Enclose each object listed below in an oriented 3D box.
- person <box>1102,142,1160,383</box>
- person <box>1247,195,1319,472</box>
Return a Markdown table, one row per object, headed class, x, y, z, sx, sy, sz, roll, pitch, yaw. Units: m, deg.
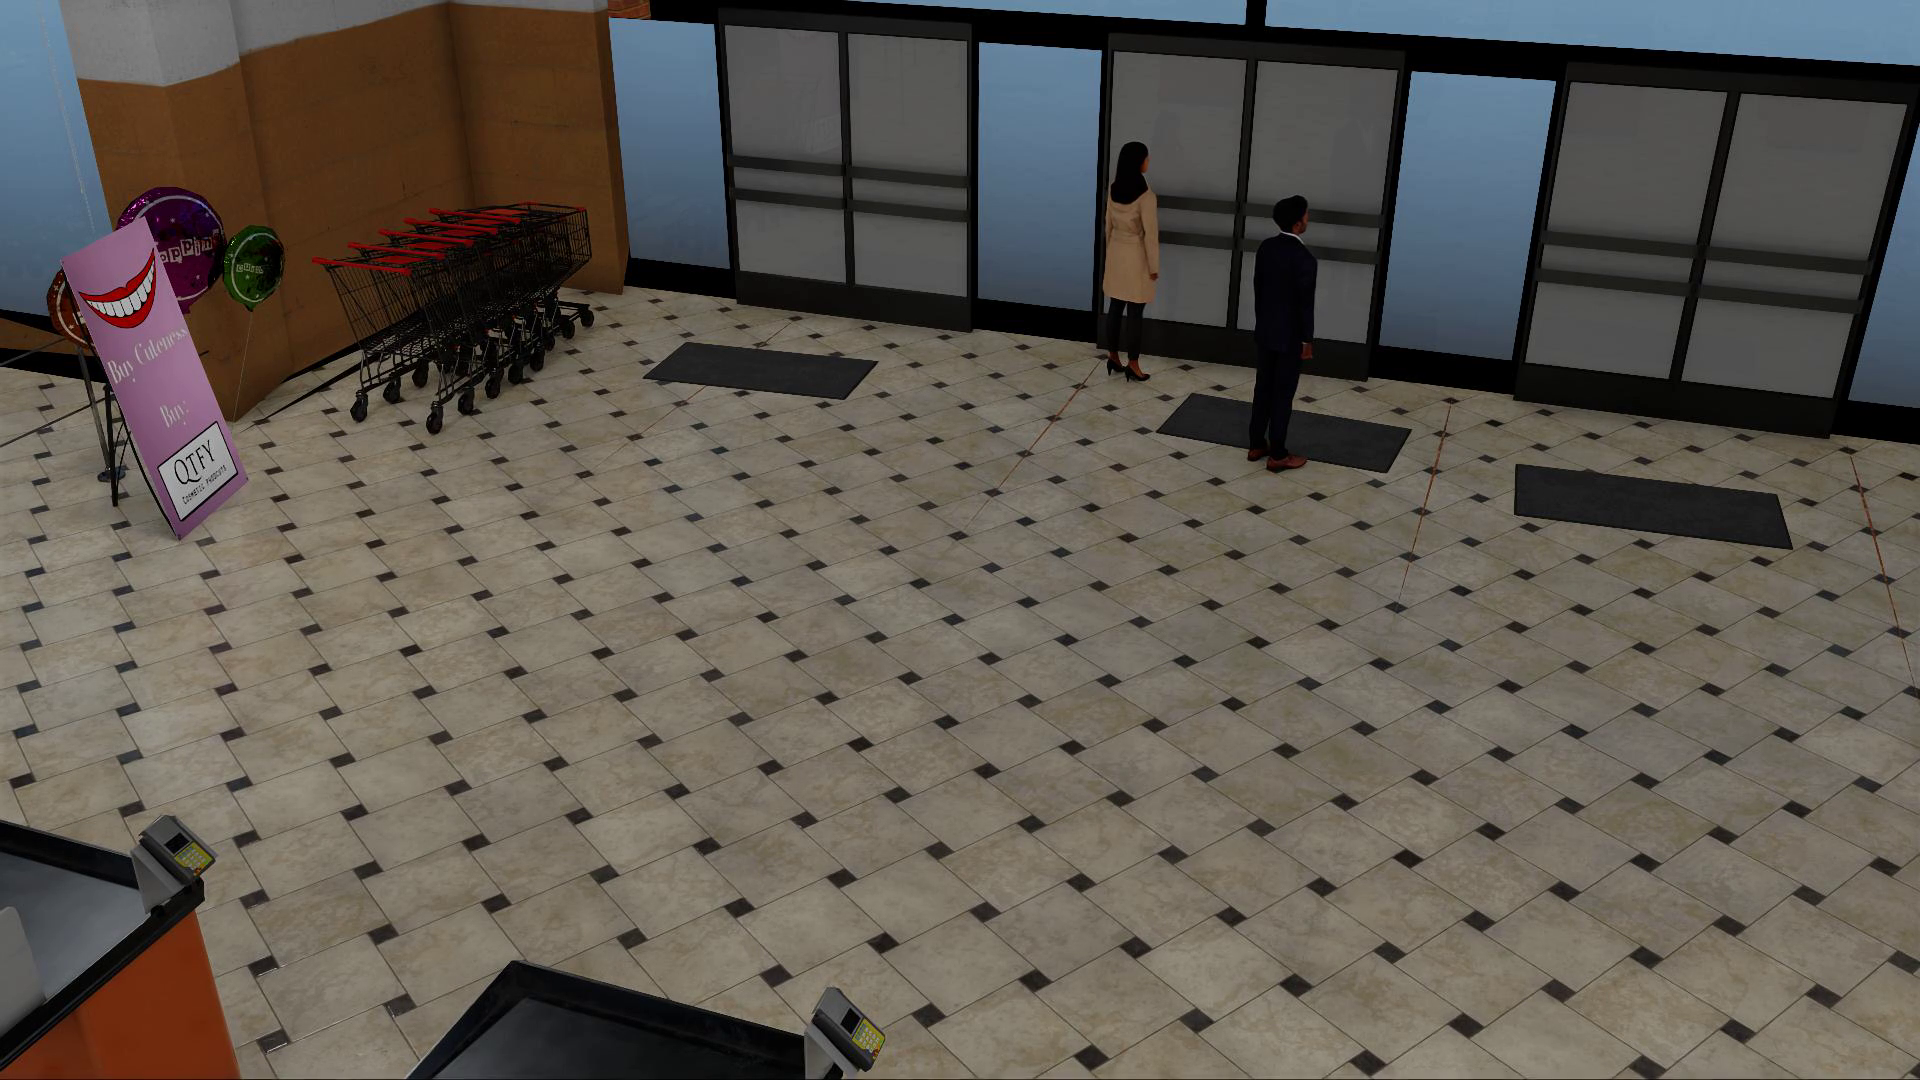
| class | x | y | z | sx | sy | sz | roll | pitch | yaw |
| --- | --- | --- | --- | --- | --- | --- | --- | --- | --- |
| person | 1.183 | -1.929 | 11.581 | 0.711 | 1.682 | 0.711 | -20 | 33 | -34 |
| person | 1.971 | -1.269 | 10.230 | 0.734 | 1.727 | 0.710 | -17 | 31 | -29 |
